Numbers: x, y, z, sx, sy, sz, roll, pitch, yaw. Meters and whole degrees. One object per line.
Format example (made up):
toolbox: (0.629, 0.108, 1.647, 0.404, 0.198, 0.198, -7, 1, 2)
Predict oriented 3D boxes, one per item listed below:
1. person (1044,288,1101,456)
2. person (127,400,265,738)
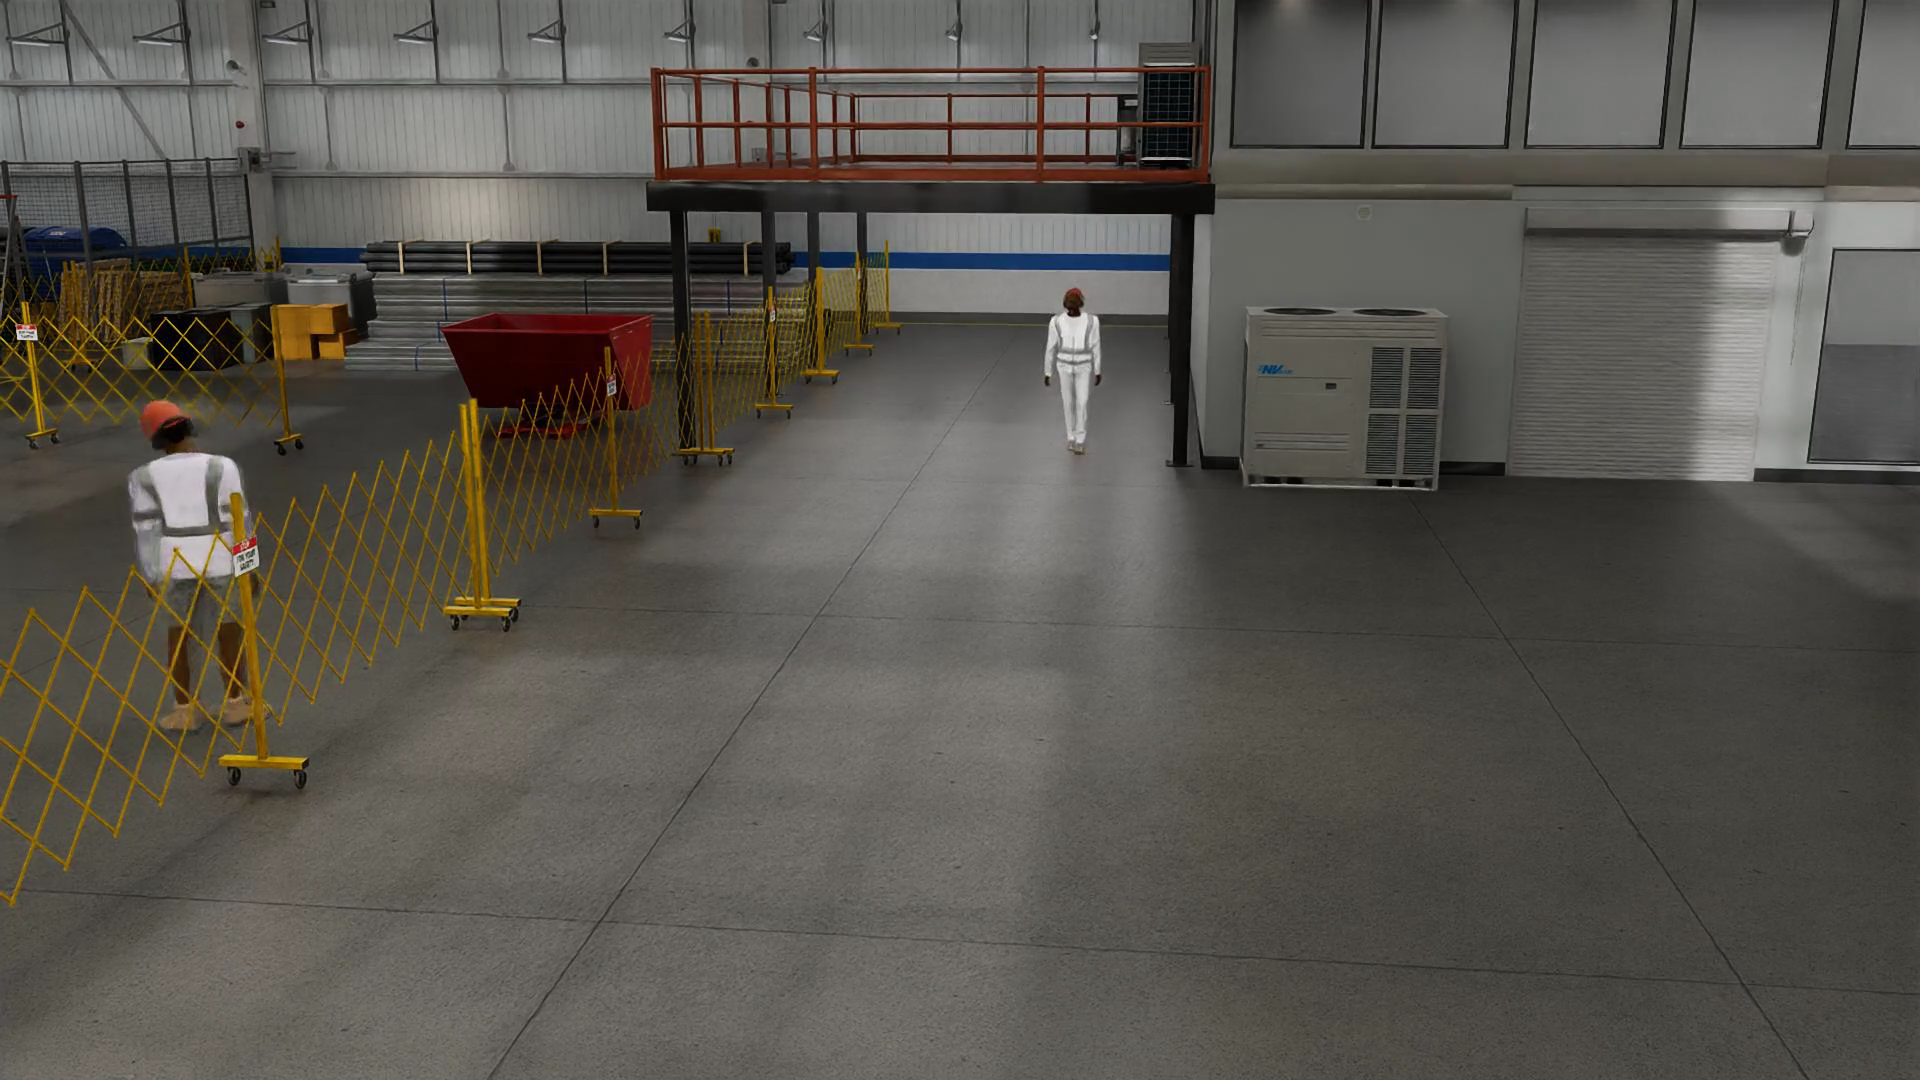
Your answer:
person: (1.243, -1.866, 18.567, 0.612, 1.842, 0.934, 3, 14, 10)
person: (-4.562, 0.181, 9.913, 0.706, 1.995, 0.467, -3, 14, -14)
